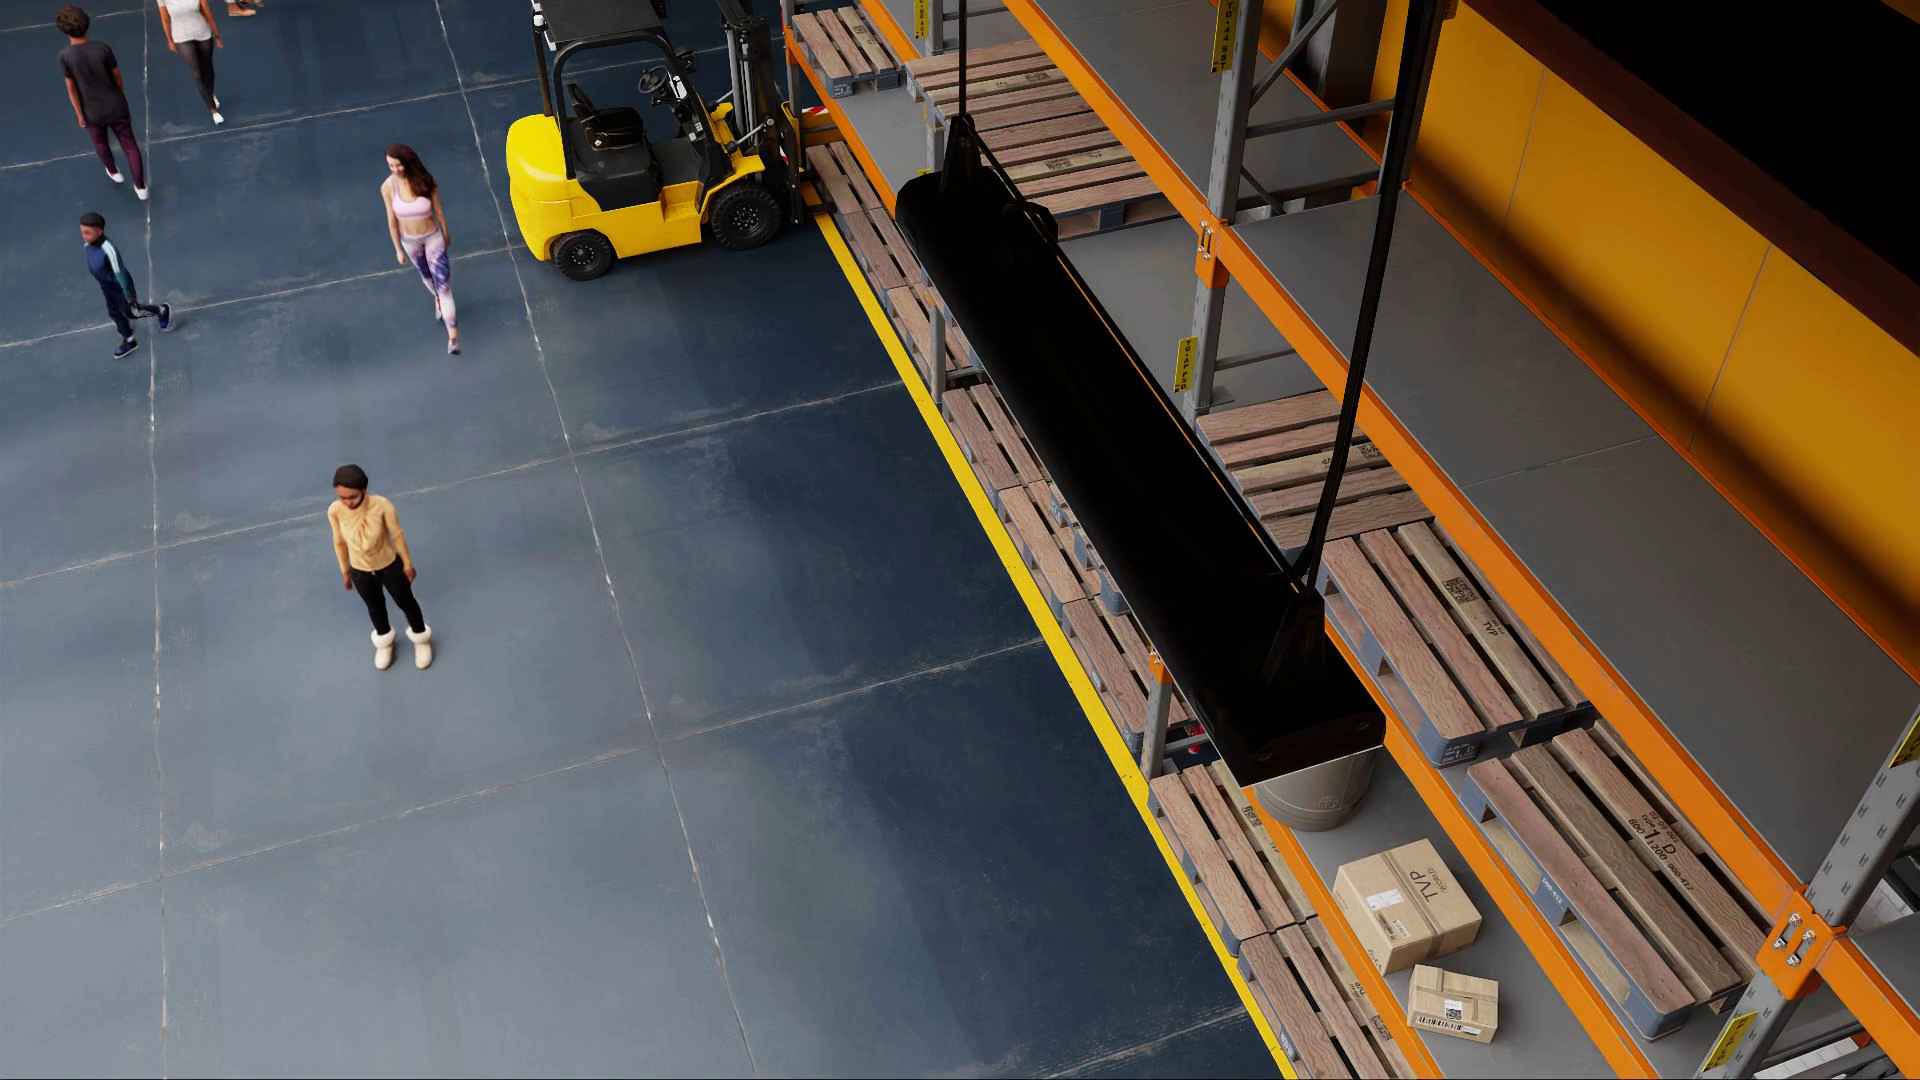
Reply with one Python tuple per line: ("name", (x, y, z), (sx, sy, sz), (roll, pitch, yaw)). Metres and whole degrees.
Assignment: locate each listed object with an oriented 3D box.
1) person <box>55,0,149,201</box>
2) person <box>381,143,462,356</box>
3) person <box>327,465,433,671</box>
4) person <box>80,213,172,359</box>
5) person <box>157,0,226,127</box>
("person", (-7.586, -3.827, 14.760), (0.735, 1.758, 0.931), (-22, 48, -22))
("person", (-4.300, -2.402, 13.298), (0.694, 1.711, 1.211), (-9, 44, -9))
("person", (-3.730, 0.156, 10.652), (0.655, 1.658, 0.635), (-2, 44, -2))
("person", (-6.707, -2.078, 13.298), (0.809, 1.242, 0.841), (23, 48, 22))
("person", (-7.379, -4.843, 15.932), (0.771, 1.612, 1.059), (-25, 49, -24))
